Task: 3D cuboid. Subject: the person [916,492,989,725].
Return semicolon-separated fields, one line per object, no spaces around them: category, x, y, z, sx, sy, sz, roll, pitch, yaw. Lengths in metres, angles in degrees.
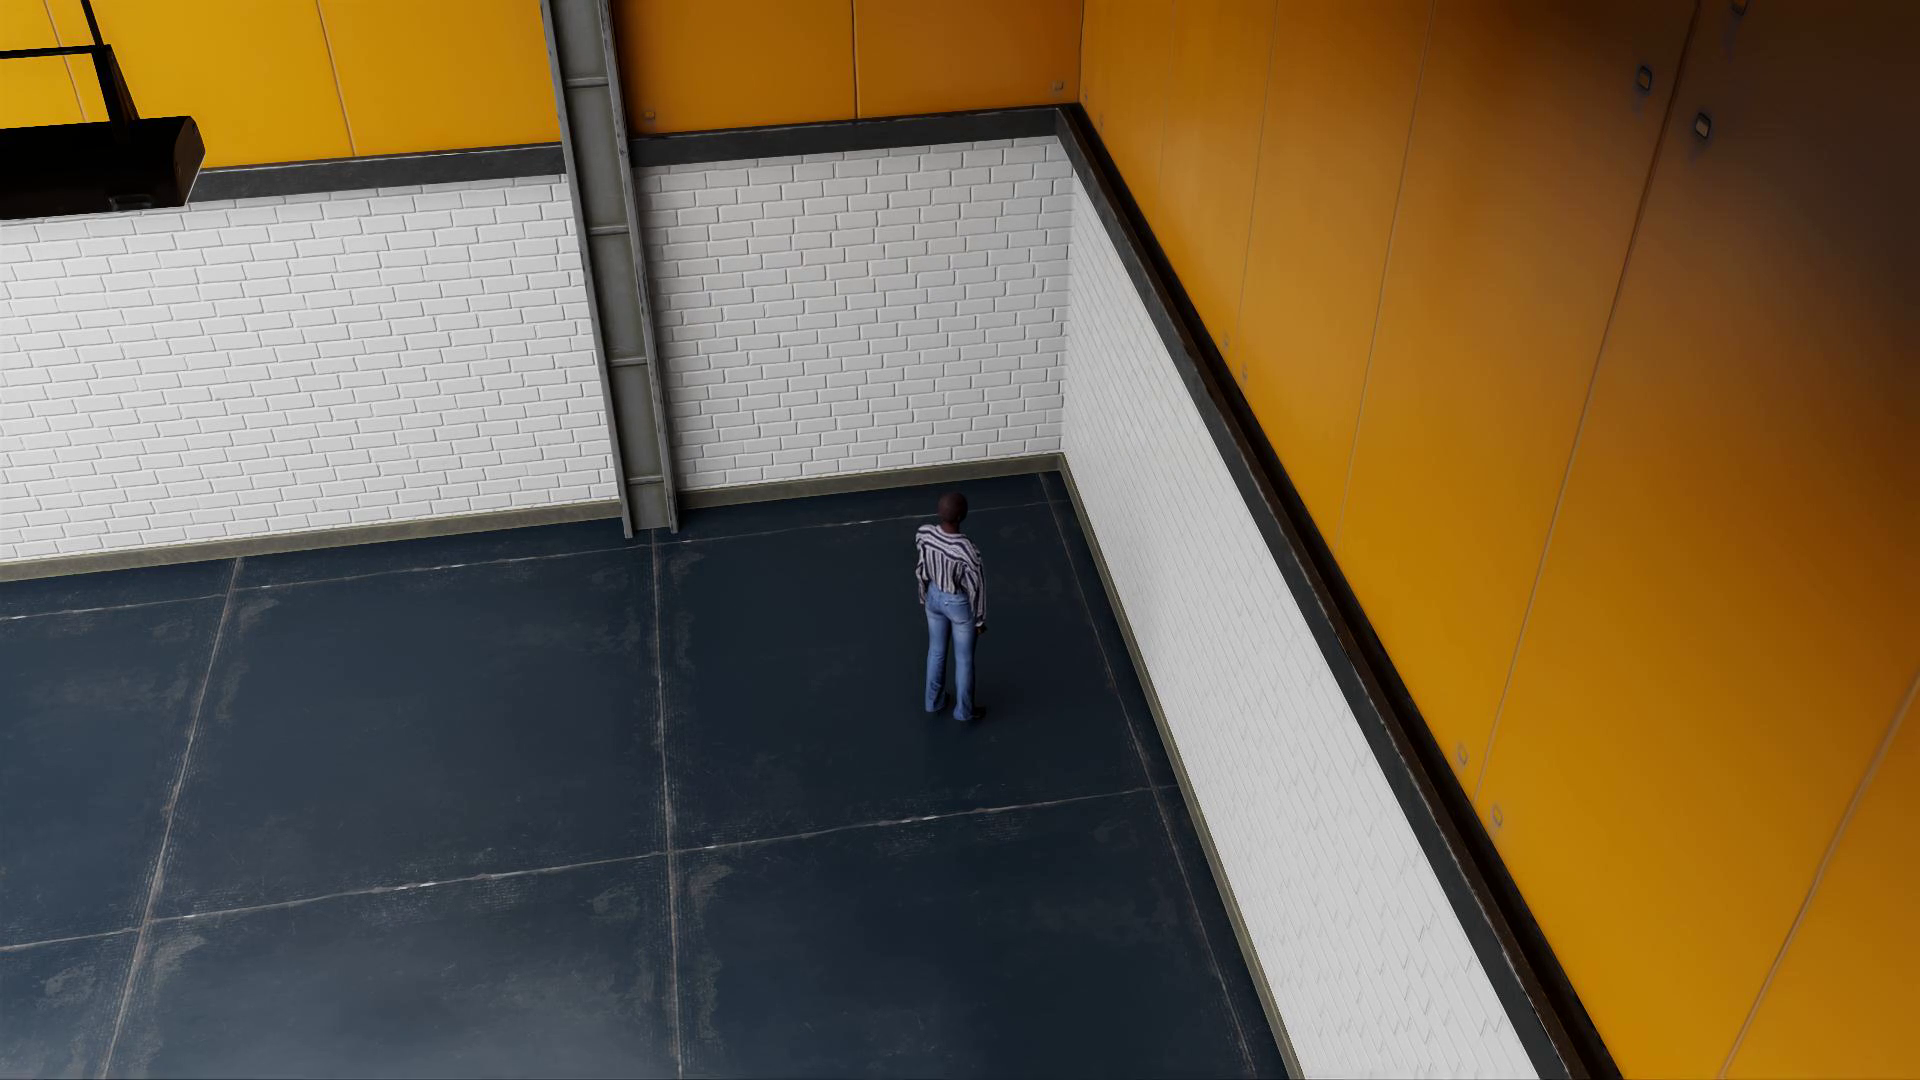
person;-0.050;0.437;10.357;0.681;1.796;0.749;22;44;25
